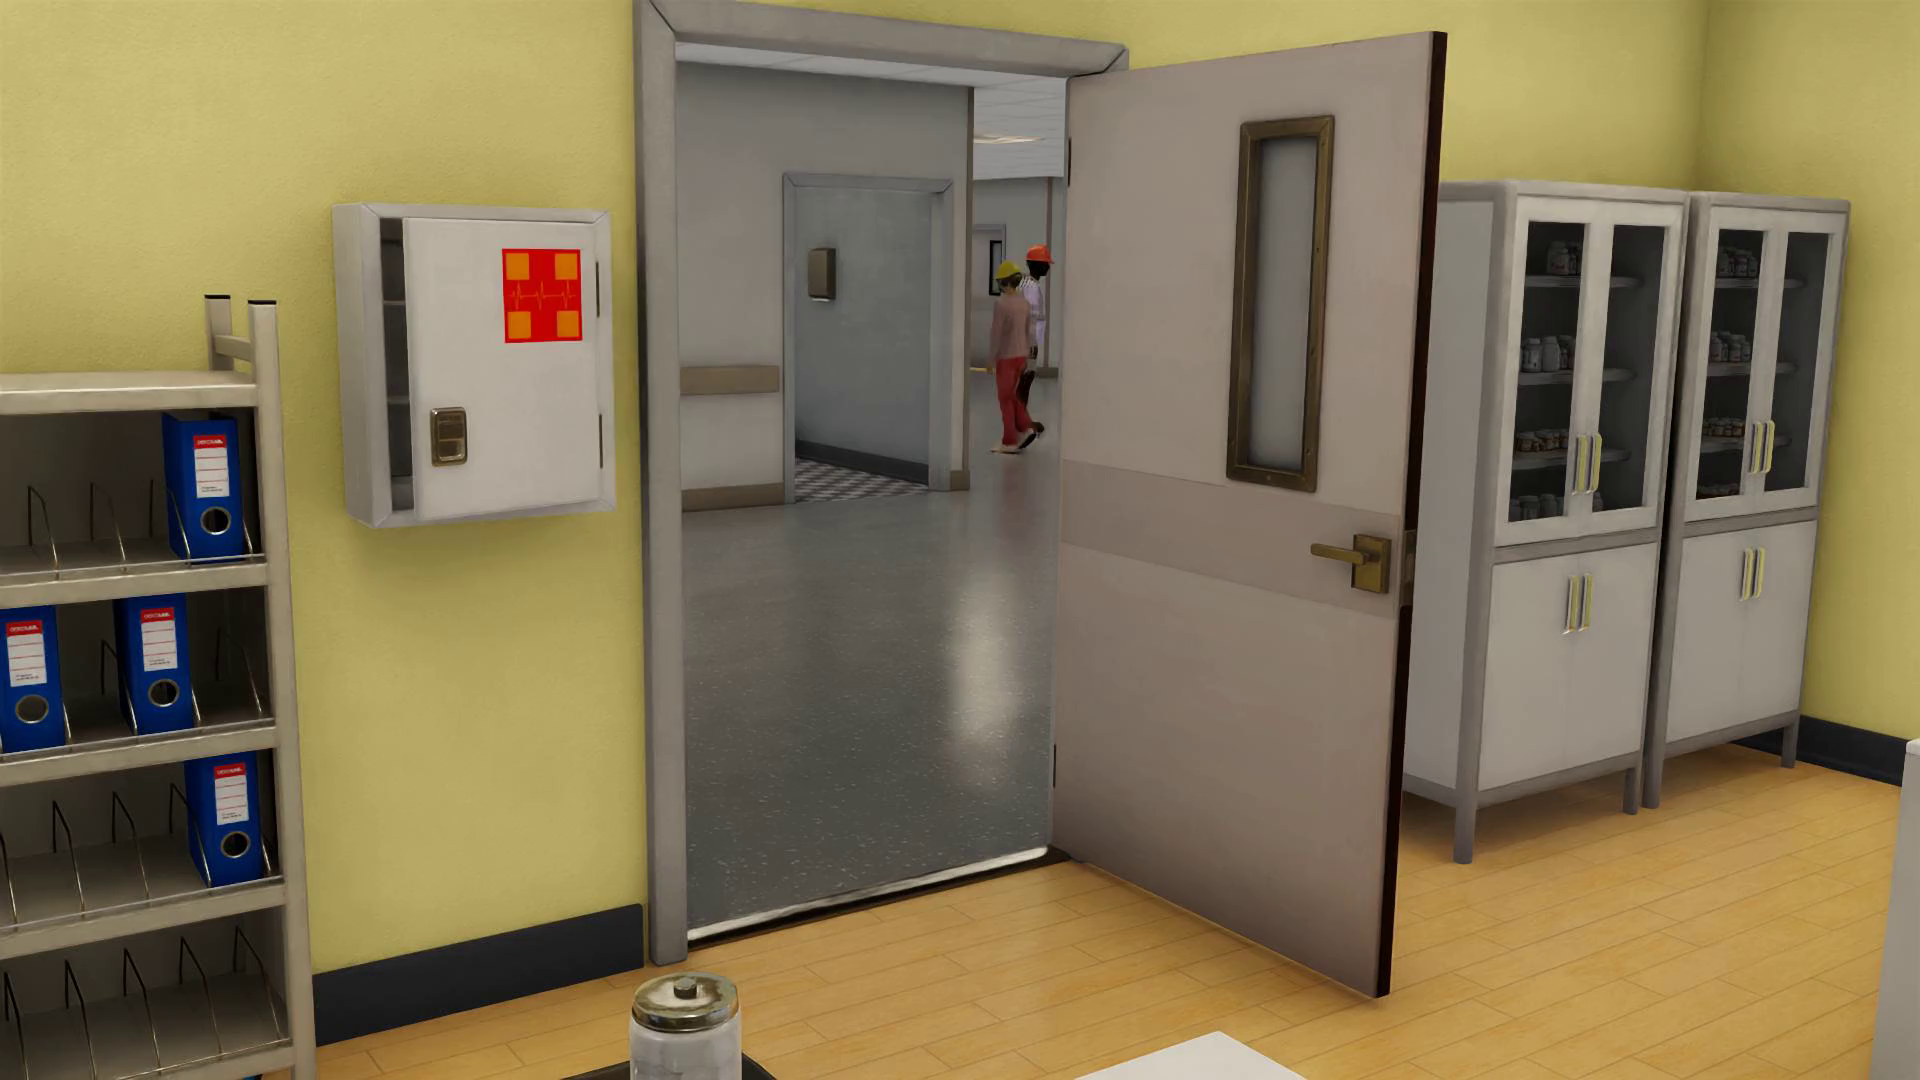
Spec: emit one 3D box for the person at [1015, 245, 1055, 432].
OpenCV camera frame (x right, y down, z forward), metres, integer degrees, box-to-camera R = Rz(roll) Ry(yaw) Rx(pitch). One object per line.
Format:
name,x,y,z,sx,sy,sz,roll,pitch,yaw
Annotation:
person,0.764,-2.079,17.203,0.399,1.928,0.542,1,10,-1

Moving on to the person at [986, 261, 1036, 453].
person,0.433,-1.654,15.160,0.359,1.755,0.524,7,11,33
